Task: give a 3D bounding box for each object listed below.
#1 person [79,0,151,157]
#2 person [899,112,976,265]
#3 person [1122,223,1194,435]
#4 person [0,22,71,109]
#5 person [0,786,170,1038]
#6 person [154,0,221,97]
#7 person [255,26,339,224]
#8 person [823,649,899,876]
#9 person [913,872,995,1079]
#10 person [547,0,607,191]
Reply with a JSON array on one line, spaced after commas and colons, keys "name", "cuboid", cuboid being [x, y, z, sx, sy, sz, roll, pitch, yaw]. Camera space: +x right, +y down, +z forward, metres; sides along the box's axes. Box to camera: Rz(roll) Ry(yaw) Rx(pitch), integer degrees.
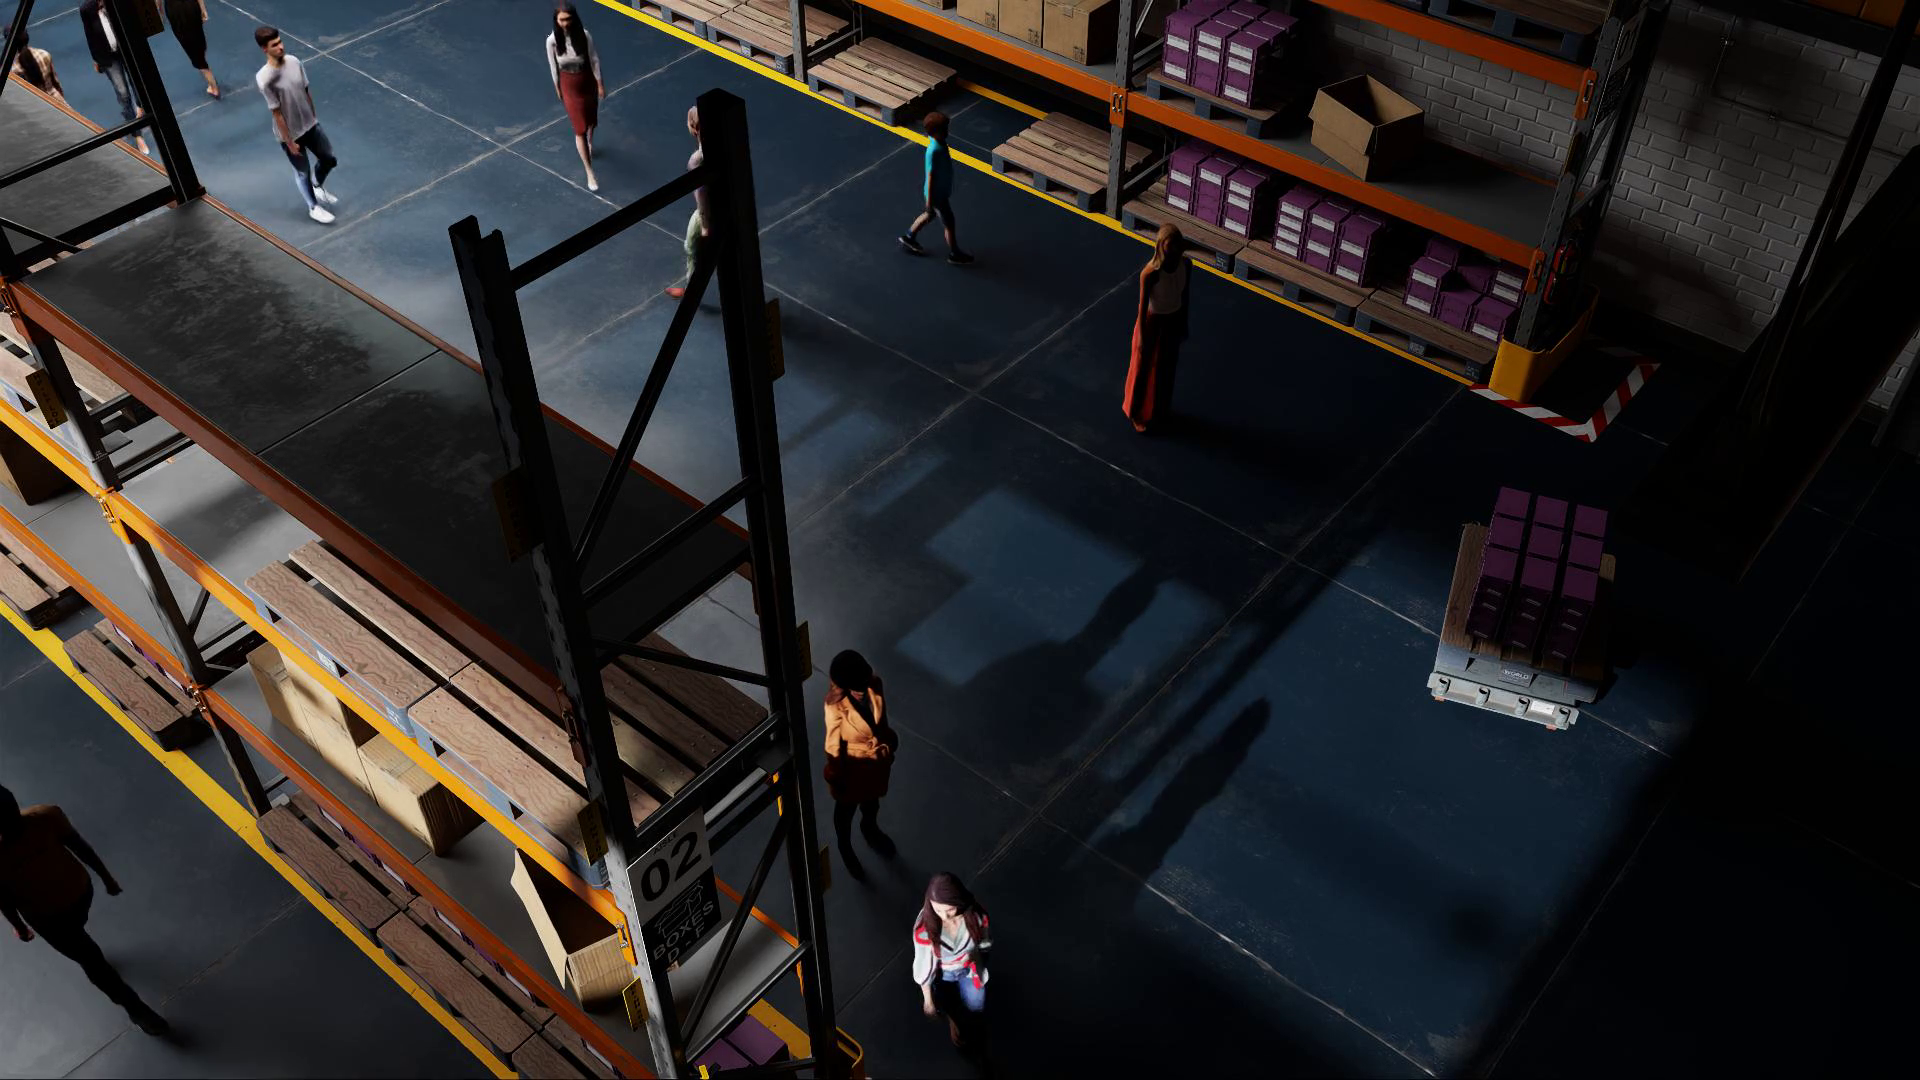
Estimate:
[{"name": "person", "cuboid": [-8.121, -4.655, 16.002, 0.987, 1.746, 1.191, -22, 48, -21]}, {"name": "person", "cuboid": [-0.258, -3.061, 14.444, 1.009, 1.425, 0.804, 9, 44, 9]}, {"name": "person", "cuboid": [1.522, -1.627, 12.666, 0.705, 1.802, 0.703, -21, 48, -21]}, {"name": "person", "cuboid": [-8.092, -3.753, 14.934, 1.064, 1.751, 0.682, 24, 49, 23]}, {"name": "person", "cuboid": [-4.908, 1.891, 8.971, 1.248, 1.806, 0.784, 25, 49, 24]}, {"name": "person", "cuboid": [-7.686, -5.175, 16.549, 0.653, 1.583, 1.070, -33, 52, -29]}, {"name": "person", "cuboid": [-5.964, -3.693, 14.780, 0.759, 1.877, 0.746, 18, 46, 18]}, {"name": "person", "cuboid": [-0.593, 1.276, 9.679, 0.691, 1.720, 0.607, -34, 53, -31]}, {"name": "person", "cuboid": [-0.059, 2.199, 8.803, 0.791, 1.591, 0.857, -11, 45, -11]}, {"name": "person", "cuboid": [-3.517, -4.177, 15.406, 1.001, 1.715, 1.164, -11, 45, -12]}]
